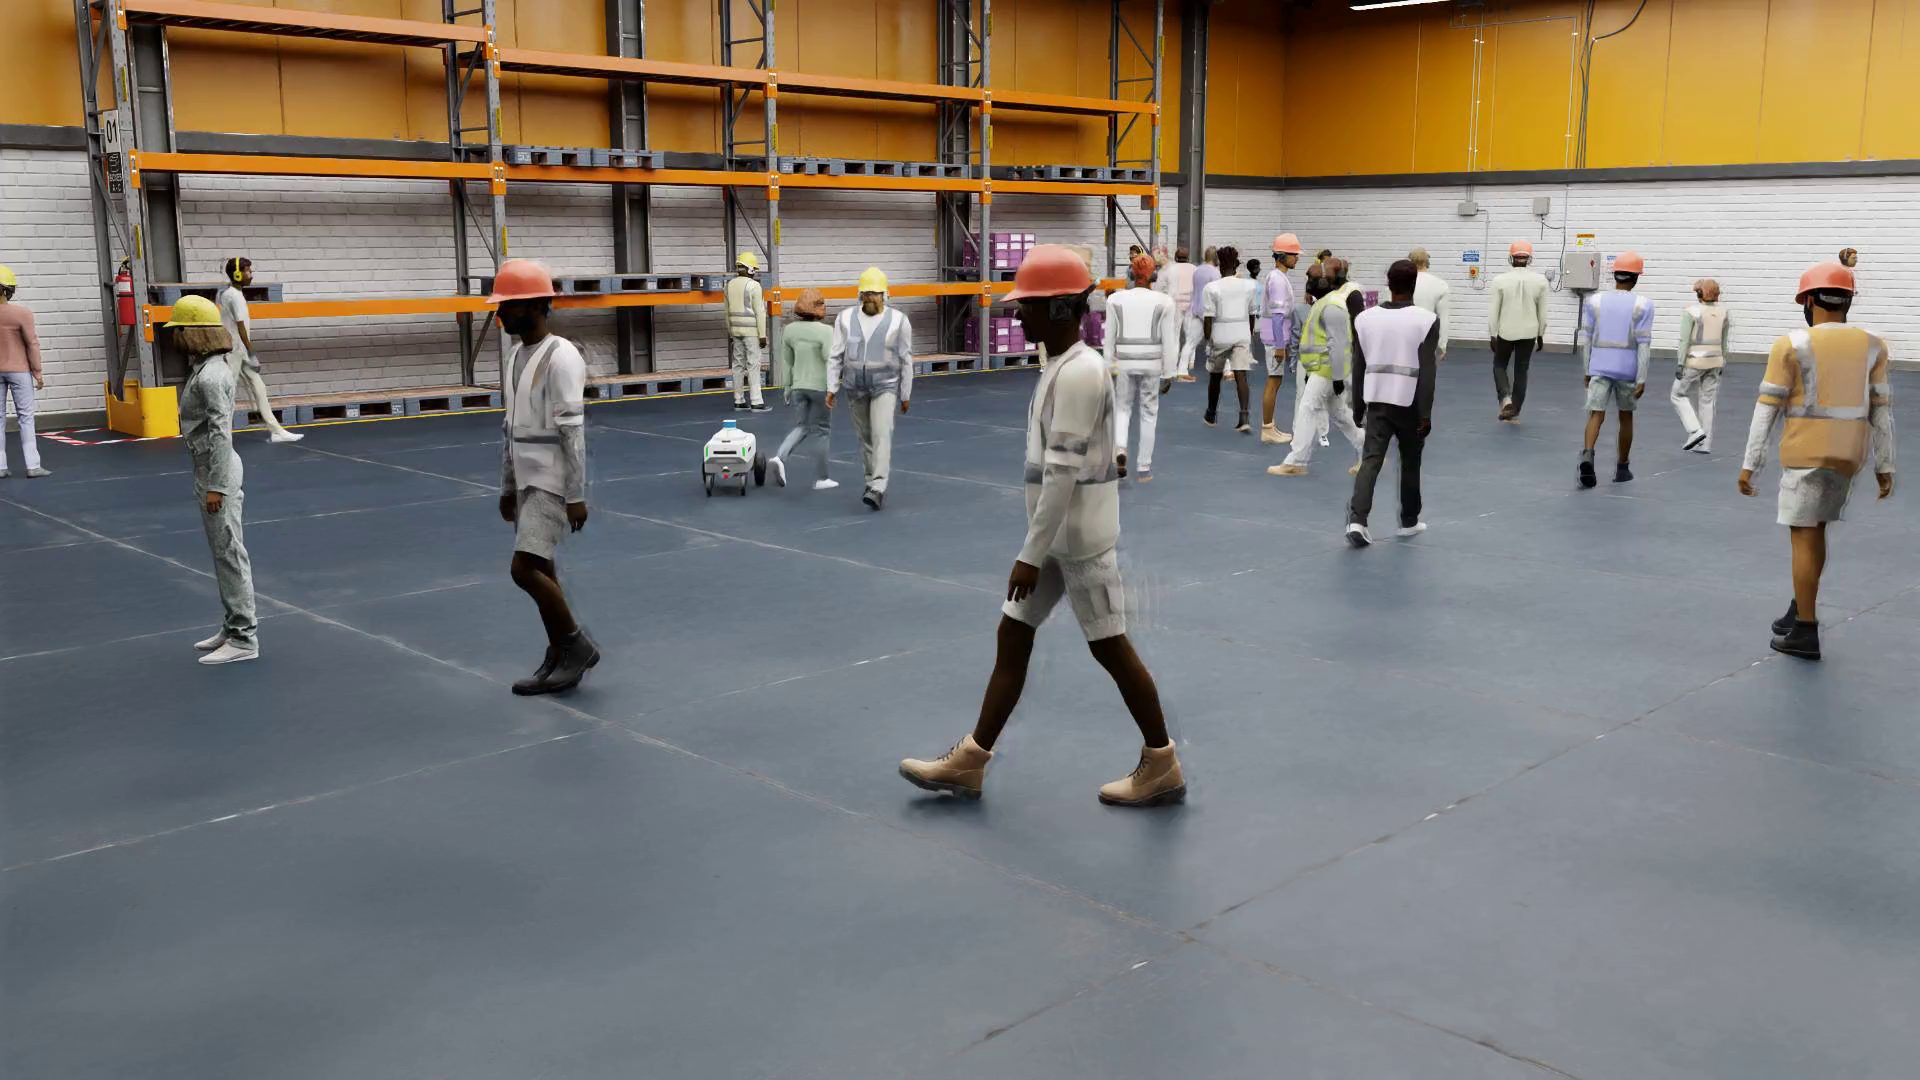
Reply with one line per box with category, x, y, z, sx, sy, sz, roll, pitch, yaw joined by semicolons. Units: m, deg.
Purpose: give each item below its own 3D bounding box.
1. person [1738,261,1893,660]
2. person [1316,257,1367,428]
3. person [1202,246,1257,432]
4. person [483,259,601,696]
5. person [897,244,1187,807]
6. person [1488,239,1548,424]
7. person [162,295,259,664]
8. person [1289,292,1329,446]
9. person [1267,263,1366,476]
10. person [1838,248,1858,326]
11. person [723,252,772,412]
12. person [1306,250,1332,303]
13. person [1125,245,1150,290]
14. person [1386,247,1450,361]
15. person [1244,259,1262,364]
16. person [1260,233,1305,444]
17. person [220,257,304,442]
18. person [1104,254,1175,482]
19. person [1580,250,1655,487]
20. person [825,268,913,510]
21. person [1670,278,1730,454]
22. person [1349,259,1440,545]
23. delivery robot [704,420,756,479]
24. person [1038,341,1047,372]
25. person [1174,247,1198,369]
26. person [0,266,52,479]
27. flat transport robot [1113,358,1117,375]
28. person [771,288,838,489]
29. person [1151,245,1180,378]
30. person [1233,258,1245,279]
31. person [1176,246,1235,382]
person;4.157;-0.397;8.108;0.680;1.888;0.739;0;10;-2
person;3.986;-2.084;17.606;0.976;1.799;0.621;-4;11;-20
person;2.805;-2.090;17.314;0.623;1.919;1.029;-1;10;-7
person;-1.847;-0.250;7.235;0.410;1.917;0.564;-8;13;-37
person;0.337;-0.021;5.810;1.045;1.991;0.633;-1;10;-6
person;5.957;-2.213;17.774;0.622;1.977;0.496;1;10;7
person;-3.566;-0.285;7.911;0.304;1.743;0.494;-5;12;-26
person;3.417;-1.713;15.995;0.498;1.633;0.279;2;11;13
person;3.120;-1.425;13.969;0.941;1.803;0.626;2;11;9
person;12.375;-3.172;23.375;0.348;1.846;0.506;7;13;35
person;-2.438;-2.386;19.139;0.588;1.826;0.403;8;13;37
person;5.085;-3.160;23.394;0.544;1.815;1.002;-2;11;-12
person;2.734;-3.648;25.900;0.333;1.873;0.520;-9;14;-41
person;4.629;-2.011;16.871;0.641;1.910;0.755;2;11;13
person;4.493;-3.635;26.420;0.652;1.667;0.555;7;13;35
person;3.120;-1.945;16.174;0.401;2.033;0.605;2;11;10
person;-6.982;-1.810;16.060;1.014;1.816;0.538;-5;11;-25
person;1.447;-1.380;13.535;0.575;1.872;0.580;3;11;14
person;5.287;-1.379;13.448;0.545;1.908;0.859;7;12;33
person;-0.682;-1.132;12.429;0.608;1.778;0.945;2;11;12
person;6.868;-1.611;15.446;0.547;1.623;0.377;-3;11;-15
person;2.840;-0.910;10.969;0.608;1.877;0.988;8;13;36
delivery robot;-1.825;-0.710;13.214;0.477;0.478;0.707;0;10;-1
person;1.263;-3.262;24.530;0.526;1.598;0.416;-1;10;-8
person;3.345;-3.503;25.187;0.630;1.842;0.429;-2;11;-11
person;-7.919;-1.387;13.855;0.534;1.767;0.313;-1;10;-6
flat transport robot;2.158;-2.494;23.973;0.652;0.197;1.431;8;13;37
person;-1.217;-1.178;13.135;0.503;1.616;0.605;7;12;33
person;2.916;-3.244;23.707;0.415;1.883;0.754;-3;11;-16
person;4.537;-3.876;27.676;0.466;1.667;0.550;-9;13;-39
person;3.423;-3.111;22.979;1.043;1.876;0.631;-5;12;-27
